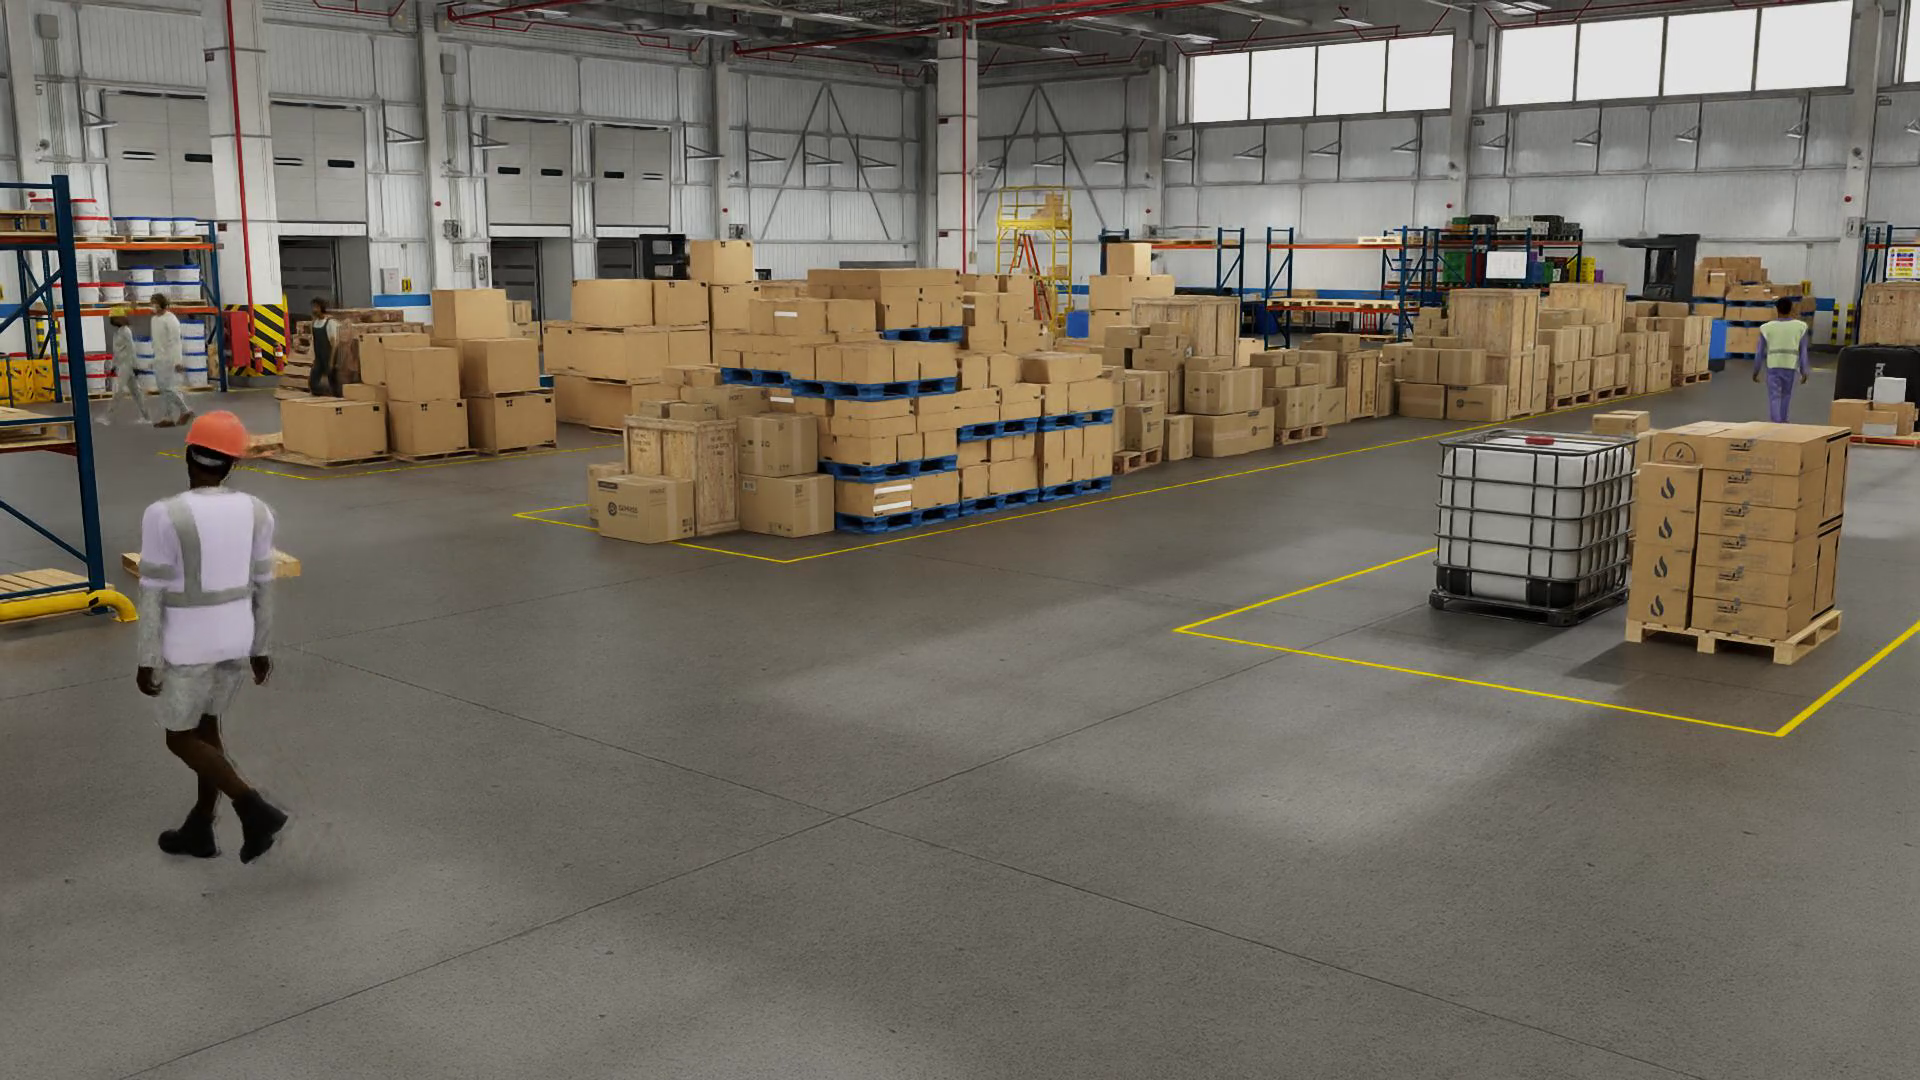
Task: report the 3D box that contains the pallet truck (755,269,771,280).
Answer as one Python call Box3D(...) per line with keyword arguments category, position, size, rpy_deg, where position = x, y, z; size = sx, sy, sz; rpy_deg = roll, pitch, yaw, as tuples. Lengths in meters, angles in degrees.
Box3D(category="pallet truck", position=(-4.996, -6.432, 45.525), size=(1.885, 1.965, 0.823), rpy_deg=(-6, 12, -32))

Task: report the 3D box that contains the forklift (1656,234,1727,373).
Box3D(category="forklift", position=(14.514, -4.812, 33.791), size=(1.873, 2.768, 1.129), rpy_deg=(-2, 10, -10))

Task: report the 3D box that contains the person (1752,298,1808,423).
Box3D(category="person", position=(10.952, -2.288, 22.262), size=(0.619, 1.872, 0.955), rpy_deg=(3, 10, 16))

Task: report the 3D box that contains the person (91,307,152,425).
Box3D(category="person", position=(-12.111, -2.489, 23.910), size=(0.891, 1.697, 0.487), rpy_deg=(-8, 13, -39))

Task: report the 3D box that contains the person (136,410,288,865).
Box3D(category="person", position=(-3.067, 0.421, 6.811), size=(0.722, 1.891, 0.574), rpy_deg=(5, 11, 28))

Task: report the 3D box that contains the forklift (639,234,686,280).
Box3D(category="forklift", position=(-5.951, -4.756, 33.470), size=(1.873, 2.768, 1.129), rpy_deg=(8, 13, 40))

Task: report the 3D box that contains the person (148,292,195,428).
Box3D(category="person", position=(-11.263, -2.538, 23.554), size=(0.641, 1.924, 0.419), rpy_deg=(9, 14, 43))

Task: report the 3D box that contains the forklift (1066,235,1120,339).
Box3D(category="forklift", position=(3.440, -5.600, 38.276), size=(1.873, 2.768, 1.129), rpy_deg=(2, 10, 12))

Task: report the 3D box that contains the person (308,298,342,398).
Box3D(category="person", position=(-9.348, -2.616, 24.313), size=(0.514, 1.820, 0.728), rpy_deg=(4, 11, 24))
